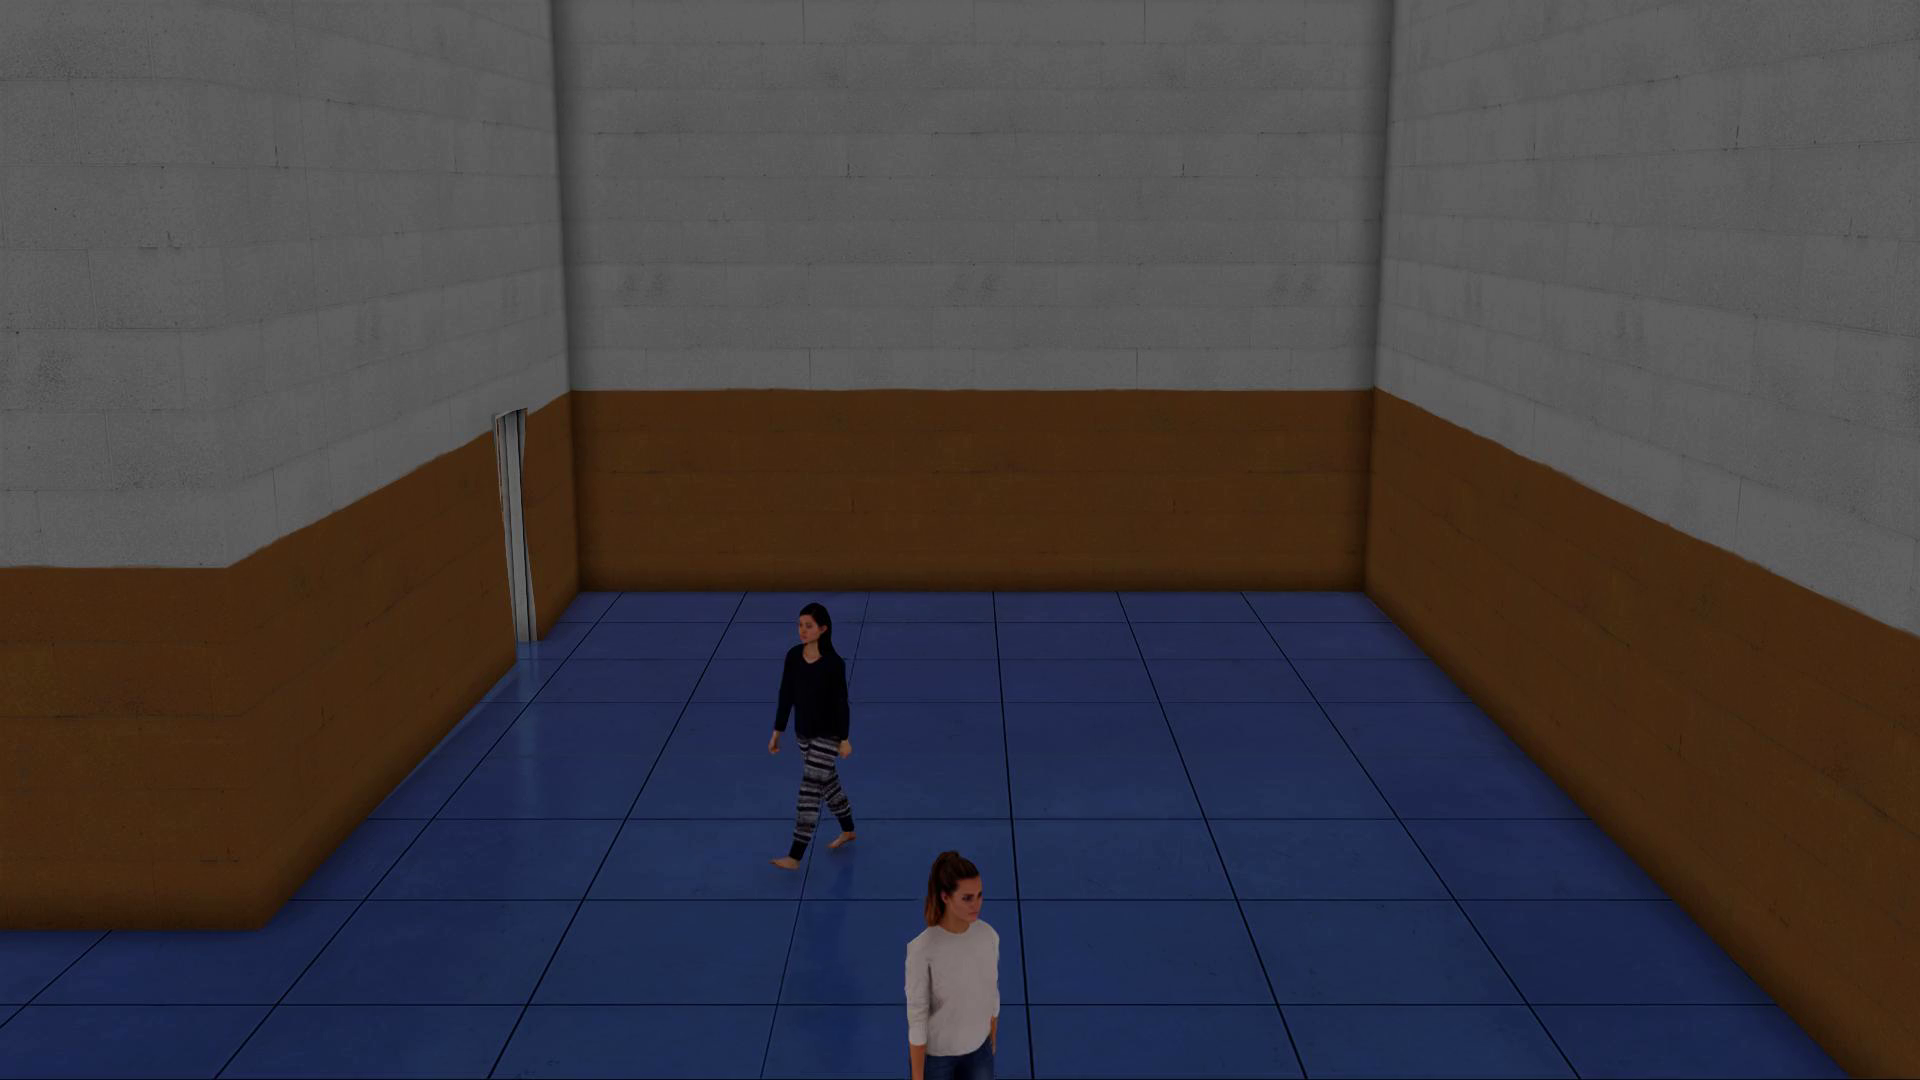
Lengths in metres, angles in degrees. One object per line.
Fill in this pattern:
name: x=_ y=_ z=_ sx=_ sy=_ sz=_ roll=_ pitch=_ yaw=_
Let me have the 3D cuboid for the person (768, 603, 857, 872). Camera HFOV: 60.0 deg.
person: x=-0.858 y=1.232 z=10.654 sx=1.069 sy=1.684 sz=1.087 roll=10 pitch=15 yaw=39

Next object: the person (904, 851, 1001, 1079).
person: x=-0.086 y=2.063 z=6.660 sx=0.954 sy=1.703 sz=0.948 roll=-8 pitch=14 yaw=-32
